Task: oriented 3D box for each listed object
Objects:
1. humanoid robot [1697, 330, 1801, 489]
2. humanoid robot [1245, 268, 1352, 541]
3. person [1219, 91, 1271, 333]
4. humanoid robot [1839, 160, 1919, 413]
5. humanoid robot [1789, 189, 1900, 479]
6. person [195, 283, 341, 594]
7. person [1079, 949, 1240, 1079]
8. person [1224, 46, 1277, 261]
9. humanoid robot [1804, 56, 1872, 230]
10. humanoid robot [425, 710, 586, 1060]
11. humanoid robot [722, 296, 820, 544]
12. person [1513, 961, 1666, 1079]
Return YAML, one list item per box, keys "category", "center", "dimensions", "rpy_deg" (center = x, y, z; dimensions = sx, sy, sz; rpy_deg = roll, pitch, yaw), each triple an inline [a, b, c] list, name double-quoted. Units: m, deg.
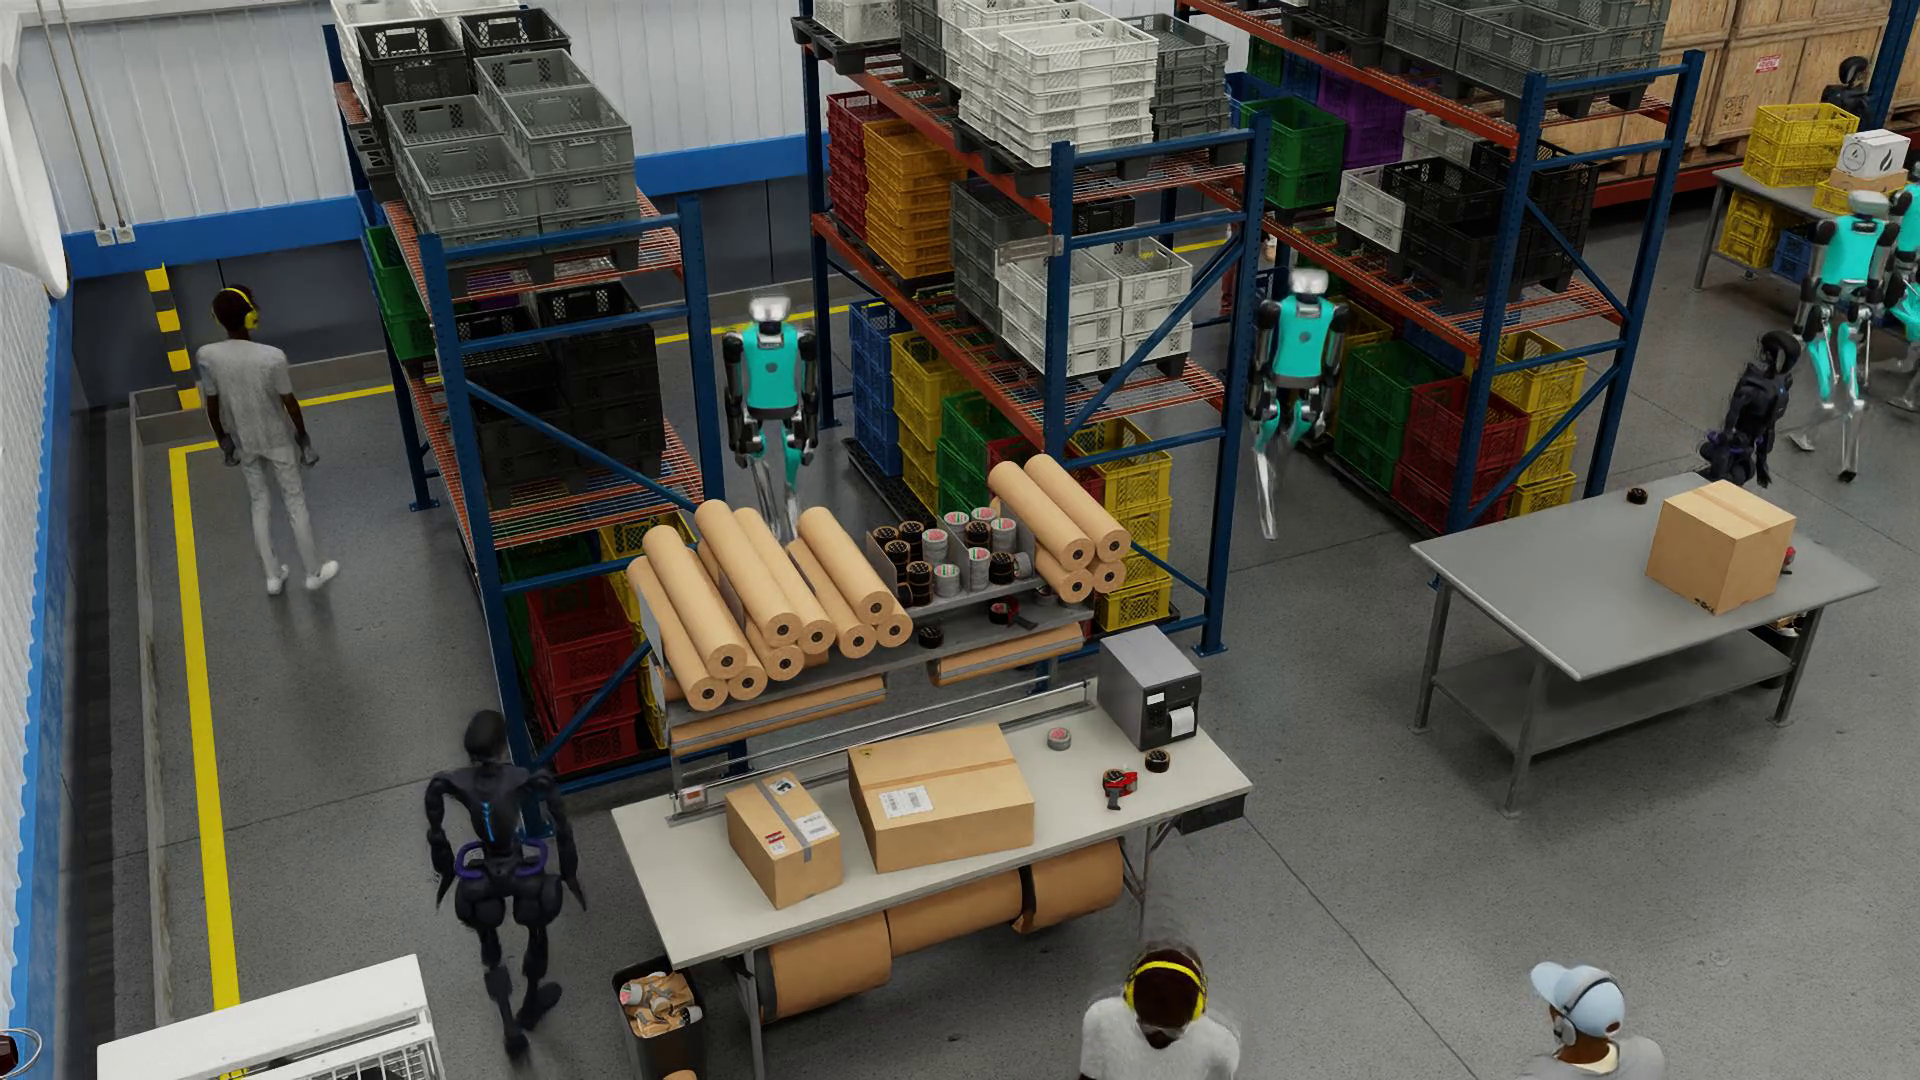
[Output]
- category: "humanoid robot"
  center: [4.333, -0.409, 9.301]
  dimensions: [0.589, 1.645, 0.510]
  rpy_deg: [-22, 38, -32]
- category: "humanoid robot"
  center: [1.959, -0.895, 10.084]
  dimensions: [0.552, 1.828, 0.855]
  rpy_deg: [1, 32, 1]
- category: "person"
  center: [2.156, -2.463, 12.396]
  dimensions: [0.392, 1.922, 0.592]
  rpy_deg: [-4, 32, -7]
- category: "humanoid robot"
  center: [6.511, -1.644, 11.237]
  dimensions: [0.545, 1.729, 1.010]
  rpy_deg: [-12, 34, -18]
- category: "humanoid robot"
  center: [5.690, -1.232, 10.640]
  dimensions: [0.541, 1.834, 0.909]
  rpy_deg: [-1, 32, -1]
- category: "person"
  center: [-3.899, -0.546, 9.332]
  dimensions: [0.528, 1.868, 0.312]
  rpy_deg: [0, 32, 0]
- category: "person"
  center: [0.603, 1.940, 5.344]
  dimensions: [0.517, 1.814, 0.978]
  rpy_deg: [12, 34, 19]
- category: "person"
  center: [2.478, -3.187, 13.659]
  dimensions: [0.622, 1.836, 0.430]
  rpy_deg: [6, 32, 9]
- category: "humanoid robot"
  center: [7.264, -3.182, 13.797]
  dimensions: [0.356, 1.648, 0.590]
  rpy_deg: [-10, 33, -16]
- category: "humanoid robot"
  center: [-1.774, 1.348, 6.472]
  dimensions: [0.584, 1.653, 0.479]
  rpy_deg: [-3, 32, -5]
- category: "humanoid robot"
  center: [-1.076, -0.652, 9.616]
  dimensions: [0.548, 1.737, 0.972]
  rpy_deg: [-4, 32, -7]
- category: "person"
  center: [1.811, 2.013, 5.191]
  dimensions: [0.586, 1.852, 0.382]
  rpy_deg: [-13, 34, -20]
